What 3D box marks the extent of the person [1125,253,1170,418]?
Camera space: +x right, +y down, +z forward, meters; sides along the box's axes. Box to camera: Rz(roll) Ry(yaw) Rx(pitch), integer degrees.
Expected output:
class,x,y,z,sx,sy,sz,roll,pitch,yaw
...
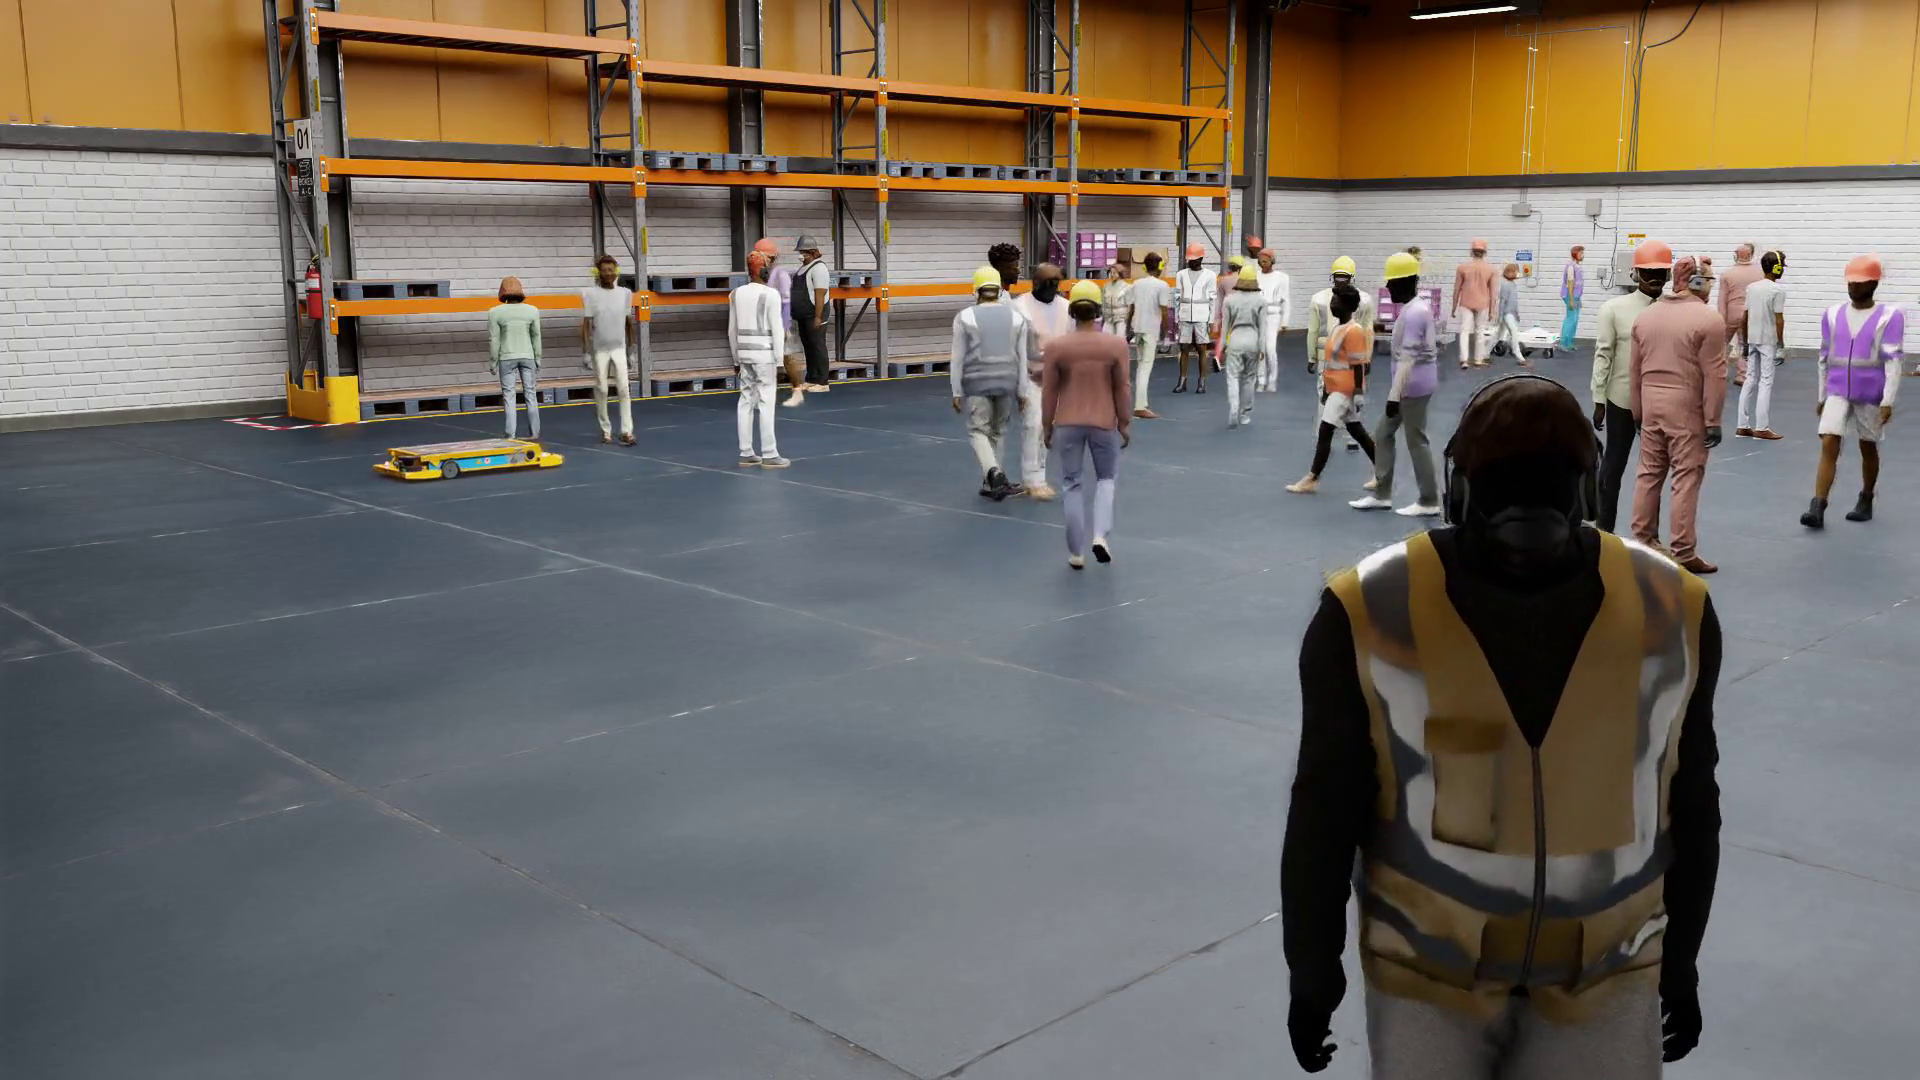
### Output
class,x,y,z,sx,sy,sz,roll,pitch,yaw
person,2.125,-2.289,18.638,0.648,1.827,0.604,-10,14,-43

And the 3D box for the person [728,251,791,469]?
class,x,y,z,sx,sy,sz,roll,pitch,yaw
person,-1.755,-1.561,14.489,0.576,1.881,0.352,7,13,35

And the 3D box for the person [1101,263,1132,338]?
class,x,y,z,sx,sy,sz,roll,pitch,yaw
person,2.195,-3.076,23.418,0.534,1.622,0.375,8,13,37

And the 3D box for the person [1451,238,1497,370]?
class,x,y,z,sx,sy,sz,roll,pitch,yaw
person,7.725,-3.528,24.998,0.621,2.011,0.542,2,11,8

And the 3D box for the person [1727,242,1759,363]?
class,x,y,z,sx,sy,sz,roll,pitch,yaw
person,12.548,-3.751,26.337,0.747,1.924,0.638,5,12,27

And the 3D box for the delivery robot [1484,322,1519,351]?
class,x,y,z,sx,sy,sz,roll,pitch,yaw
delivery robot,9.080,-3.430,28.049,0.477,0.478,0.707,-6,12,-28

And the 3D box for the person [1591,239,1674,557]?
class,x,y,z,sx,sy,sz,roll,pitch,yaw
person,4.287,-0.877,10.449,0.626,1.992,0.387,0,10,0

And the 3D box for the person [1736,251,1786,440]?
class,x,y,z,sx,sy,sz,roll,pitch,yaw
person,8.002,-1.933,16.553,0.319,1.870,0.521,-3,11,-17

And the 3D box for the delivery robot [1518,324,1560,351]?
class,x,y,z,sx,sy,sz,roll,pitch,yaw
delivery robot,9.517,-3.322,27.460,0.707,0.478,0.477,7,12,33

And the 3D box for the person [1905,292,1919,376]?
class,x,y,z,sx,sy,sz,roll,pitch,yaw
person,13.951,-3.238,23.647,0.723,1.892,0.655,10,14,42

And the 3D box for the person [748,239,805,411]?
class,x,y,z,sx,sy,sz,roll,pitch,yaw
person,-2.195,-2.487,19.275,0.654,1.978,1.079,6,12,30

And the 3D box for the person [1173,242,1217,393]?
class,x,y,z,sx,sy,sz,roll,pitch,yaw
person,3.003,-2.840,21.338,0.542,1.928,0.374,4,11,21

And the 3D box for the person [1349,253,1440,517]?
class,x,y,z,sx,sy,sz,roll,pitch,yaw
person,3.117,-1.094,11.906,0.785,1.888,0.611,2,11,12

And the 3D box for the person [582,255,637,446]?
class,x,y,z,sx,sy,sz,roll,pitch,yaw
person,-3.348,-1.797,15.939,0.518,1.827,0.932,-4,11,-20

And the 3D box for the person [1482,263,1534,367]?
class,x,y,z,sx,sy,sz,roll,pitch,yaw
person,8.500,-3.494,25.827,0.846,1.590,0.513,7,12,32

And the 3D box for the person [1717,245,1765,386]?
class,x,y,z,sx,sy,sz,roll,pitch,yaw
person,10.575,-3.049,22.619,0.650,1.879,0.812,2,11,10

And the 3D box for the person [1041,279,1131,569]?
class,x,y,z,sx,sy,sz,roll,pitch,yaw
person,0.760,-0.697,10.101,0.544,1.753,0.364,1,10,3

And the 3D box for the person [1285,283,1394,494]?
class,x,y,z,sx,sy,sz,roll,pitch,yaw
person,3.038,-1.183,13.050,0.888,1.656,0.537,0,10,-1

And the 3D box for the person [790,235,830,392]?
class,x,y,z,sx,sy,sz,roll,pitch,yaw
person,-1.966,-2.943,21.593,0.533,2.000,0.683,-5,12,-26

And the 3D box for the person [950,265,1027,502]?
class,x,y,z,sx,sy,sz,roll,pitch,yaw
person,0.241,-1.146,12.451,0.606,1.810,0.707,-3,11,-18

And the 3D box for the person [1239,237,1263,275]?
class,x,y,z,sx,sy,sz,roll,pitch,yaw
person,5.187,-4.375,29.554,0.617,1.999,1.036,1,10,5

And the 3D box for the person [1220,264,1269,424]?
class,x,y,z,sx,sy,sz,roll,pitch,yaw
person,3.016,-2.065,17.671,0.492,1.719,0.662,2,11,11

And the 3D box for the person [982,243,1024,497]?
class,x,y,z,sx,sy,sz,roll,pitch,yaw
person,0.323,-1.320,12.947,0.367,1.965,0.607,-1,10,-5

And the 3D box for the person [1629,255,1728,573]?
class,x,y,z,sx,sy,sz,roll,pitch,yaw
person,4.352,-0.757,10.049,0.399,1.905,0.643,-5,11,-25

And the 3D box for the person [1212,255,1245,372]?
class,x,y,z,sx,sy,sz,roll,pitch,yaw
person,4.020,-3.352,24.660,0.528,1.744,0.789,7,12,32

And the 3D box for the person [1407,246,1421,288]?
class,x,y,z,sx,sy,sz,roll,pitch,yaw
person,7.885,-4.221,29.140,0.410,1.827,0.541,3,11,18

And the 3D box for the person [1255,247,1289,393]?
class,x,y,z,sx,sy,sz,roll,pitch,yaw
person,3.913,-2.814,21.379,0.571,1.866,0.473,5,12,27

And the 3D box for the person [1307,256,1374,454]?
class,x,y,z,sx,sy,sz,roll,pitch,yaw
person,3.530,-1.715,15.462,0.602,1.830,0.404,2,11,11

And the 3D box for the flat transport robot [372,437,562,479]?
class,x,y,z,sx,sy,sz,roll,pitch,yaw
flat transport robot,-4.211,-0.709,14.241,1.431,0.197,0.652,-9,14,-42

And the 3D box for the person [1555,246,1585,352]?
class,x,y,z,sx,sy,sz,roll,pitch,yaw
person,10.671,-4.187,28.999,0.501,1.828,0.617,6,12,28

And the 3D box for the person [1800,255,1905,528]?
class,x,y,z,sx,sy,sz,roll,pitch,yaw
person,6.215,-1.023,11.550,0.984,1.883,0.565,-10,14,-42

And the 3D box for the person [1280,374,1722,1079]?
class,x,y,z,sx,sy,sz,roll,pitch,yaw
person,0.813,0.665,2.517,0.656,1.819,0.620,2,11,9

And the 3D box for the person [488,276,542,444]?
class,x,y,z,sx,sy,sz,roll,pitch,yaw
person,-4.269,-1.704,15.992,0.495,1.618,0.280,-5,12,-27

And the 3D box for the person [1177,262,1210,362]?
class,x,y,z,sx,sy,sz,roll,pitch,yaw
person,3.757,-3.693,26.763,0.911,1.653,0.531,-9,14,-40

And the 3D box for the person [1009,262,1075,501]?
class,x,y,z,sx,sy,sz,roll,pitch,yaw
person,0.630,-1.230,12.857,0.637,1.834,0.467,-7,12,-32
